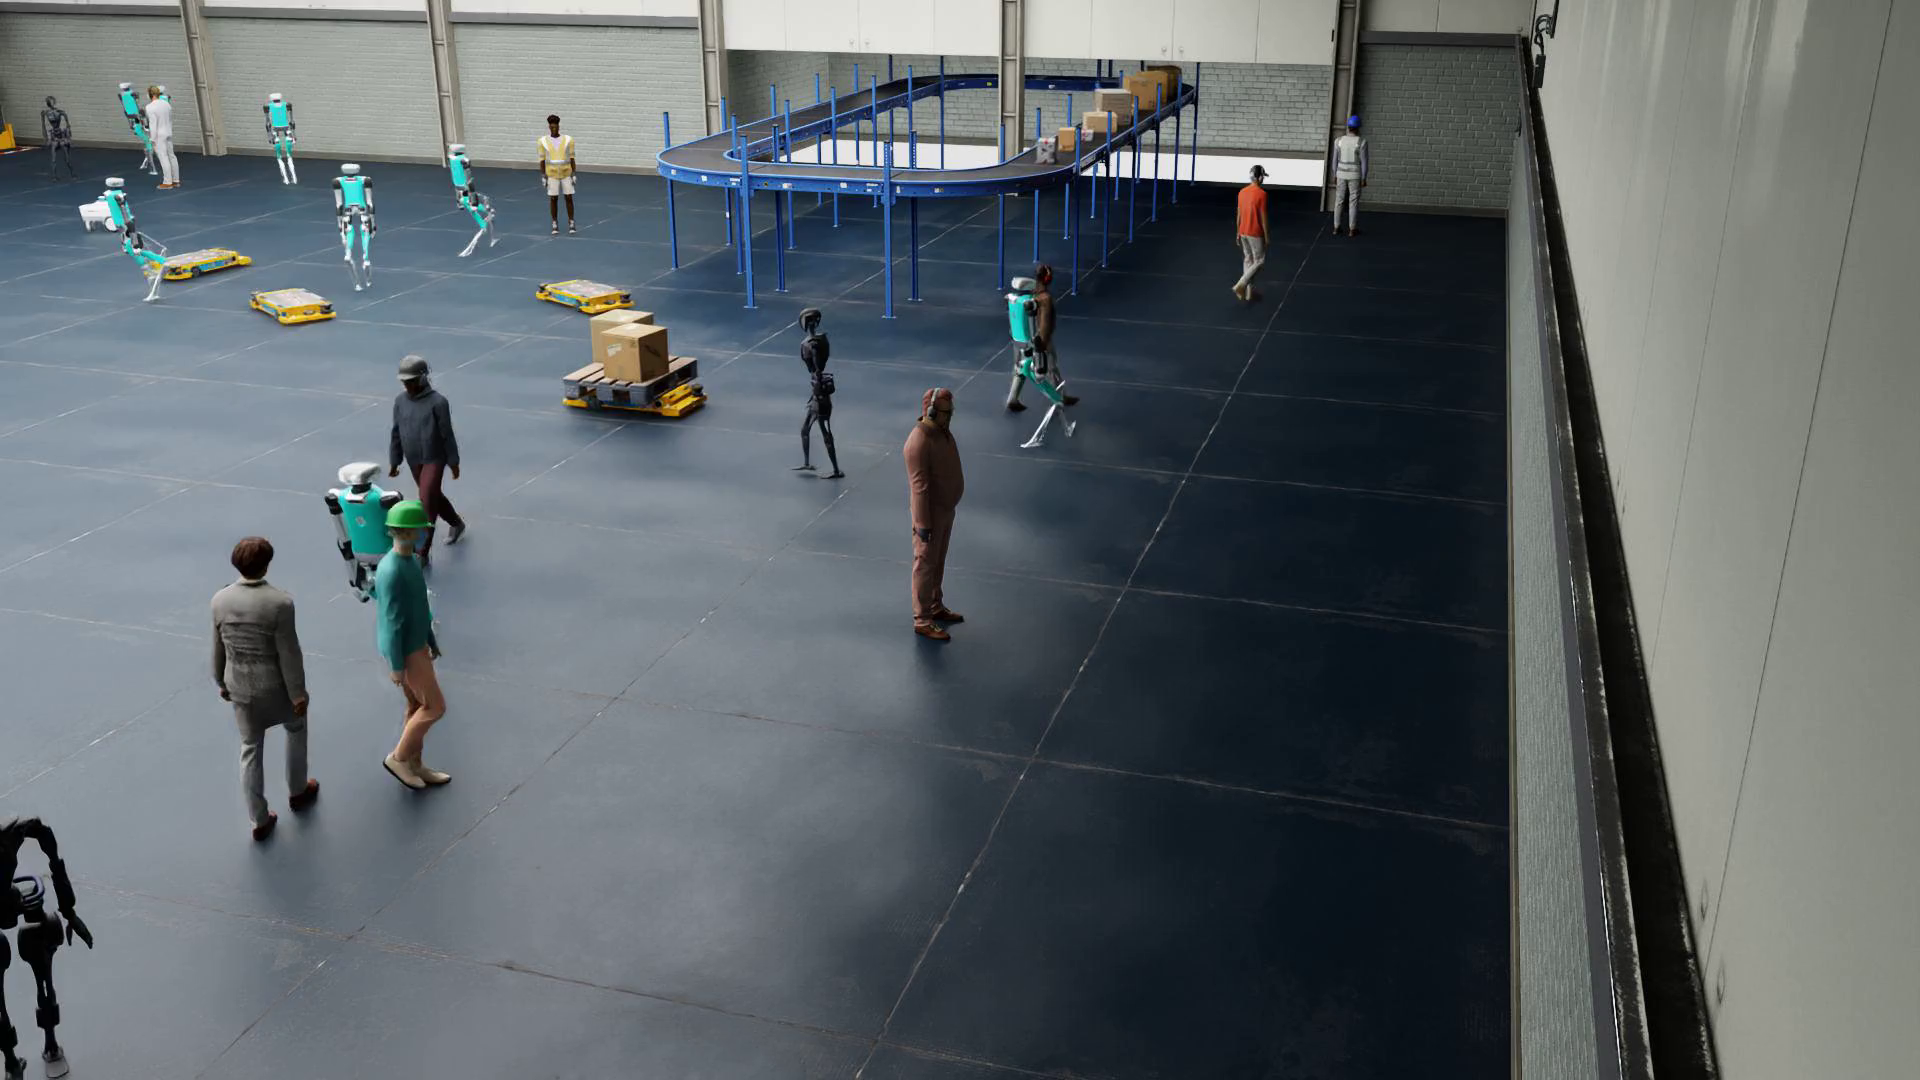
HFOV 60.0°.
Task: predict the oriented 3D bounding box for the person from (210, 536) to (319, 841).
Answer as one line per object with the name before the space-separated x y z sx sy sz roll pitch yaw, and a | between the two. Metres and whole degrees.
person | -4.118 0.835 9.876 0.588 1.801 0.753 1 21 2

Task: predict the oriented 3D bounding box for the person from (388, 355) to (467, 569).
person | -4.474 -0.702 13.911 0.568 1.768 0.929 7 22 18

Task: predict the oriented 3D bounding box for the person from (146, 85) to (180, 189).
person | -15.315 -7.725 31.896 0.372 1.940 0.630 3 21 8

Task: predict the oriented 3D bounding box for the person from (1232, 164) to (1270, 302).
person | 3.990 -4.187 22.781 0.668 1.890 0.492 -16 26 -36

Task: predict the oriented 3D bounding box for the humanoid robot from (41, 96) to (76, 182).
humanoid robot | -17.762 -7.916 32.781 0.585 1.652 0.392 0 21 0

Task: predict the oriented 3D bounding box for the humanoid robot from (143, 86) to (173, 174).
humanoid robot | -16.254 -8.217 33.502 0.819 1.811 0.550 1 21 4

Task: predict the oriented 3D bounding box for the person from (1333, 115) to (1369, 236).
person | 6.427 -6.000 27.407 0.603 1.950 0.381 14 25 33

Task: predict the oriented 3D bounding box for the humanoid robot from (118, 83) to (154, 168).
humanoid robot | -16.815 -8.609 34.516 0.572 1.777 0.919 15 26 34

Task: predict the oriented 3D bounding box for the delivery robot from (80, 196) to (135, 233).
delivery robot | -14.363 -5.473 27.961 0.752 0.584 0.522 1 21 4

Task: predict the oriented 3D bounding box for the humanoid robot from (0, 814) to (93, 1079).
humanoid robot | -4.339 1.781 7.613 0.612 1.643 0.416 -14 25 -32

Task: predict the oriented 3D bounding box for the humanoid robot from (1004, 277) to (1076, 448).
humanoid robot | 0.908 -1.778 16.850 0.880 1.848 0.558 -10 23 -25

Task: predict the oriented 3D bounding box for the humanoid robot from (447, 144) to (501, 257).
humanoid robot | -7.504 -5.333 26.047 0.536 1.779 1.017 19 28 40

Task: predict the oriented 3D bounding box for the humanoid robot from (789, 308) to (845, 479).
humanoid robot | -1.382 -1.380 15.813 0.537 1.641 0.614 -2 21 -6

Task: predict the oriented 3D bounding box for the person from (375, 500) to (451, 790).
person | -3.368 0.667 10.253 0.417 1.844 0.556 0 21 -1

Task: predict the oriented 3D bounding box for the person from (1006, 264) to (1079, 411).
person | 0.867 -2.194 17.993 0.867 1.601 0.484 -11 24 -26

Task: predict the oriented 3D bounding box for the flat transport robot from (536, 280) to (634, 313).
flat transport robot | -5.170 -3.356 22.882 1.431 0.231 0.659 20 28 41

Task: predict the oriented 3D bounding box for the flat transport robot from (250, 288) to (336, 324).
flat transport robot | -8.975 -3.149 22.345 0.659 0.231 1.431 -17 27 -37

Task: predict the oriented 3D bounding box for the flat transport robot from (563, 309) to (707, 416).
flat transport robot | -3.577 -1.594 18.312 1.431 0.231 0.659 7 22 17

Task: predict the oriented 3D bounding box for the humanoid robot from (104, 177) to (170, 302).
humanoid robot | -11.154 -4.025 22.727 0.744 1.896 0.550 -19 28 -40

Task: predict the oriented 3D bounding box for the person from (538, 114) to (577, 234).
person | -6.652 -6.060 27.560 0.596 1.958 0.379 -6 22 -15

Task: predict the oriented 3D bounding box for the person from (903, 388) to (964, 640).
person | -0.173 -0.212 12.457 0.411 1.906 0.637 6 22 16

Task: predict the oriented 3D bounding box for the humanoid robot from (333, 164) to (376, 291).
humanoid robot | -8.548 -4.372 23.534 0.539 1.788 0.854 -5 22 -12

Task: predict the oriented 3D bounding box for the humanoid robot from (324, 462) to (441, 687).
humanoid robot | -3.918 0.228 11.551 0.541 1.759 0.800 4 21 9

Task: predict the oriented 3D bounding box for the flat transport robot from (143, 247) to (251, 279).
flat transport robot | -11.421 -4.135 24.902 0.659 0.231 1.431 9 23 22

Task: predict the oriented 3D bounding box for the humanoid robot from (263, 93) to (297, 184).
humanoid robot | -13.226 -7.796 32.403 0.532 1.826 0.703 -11 24 -27
